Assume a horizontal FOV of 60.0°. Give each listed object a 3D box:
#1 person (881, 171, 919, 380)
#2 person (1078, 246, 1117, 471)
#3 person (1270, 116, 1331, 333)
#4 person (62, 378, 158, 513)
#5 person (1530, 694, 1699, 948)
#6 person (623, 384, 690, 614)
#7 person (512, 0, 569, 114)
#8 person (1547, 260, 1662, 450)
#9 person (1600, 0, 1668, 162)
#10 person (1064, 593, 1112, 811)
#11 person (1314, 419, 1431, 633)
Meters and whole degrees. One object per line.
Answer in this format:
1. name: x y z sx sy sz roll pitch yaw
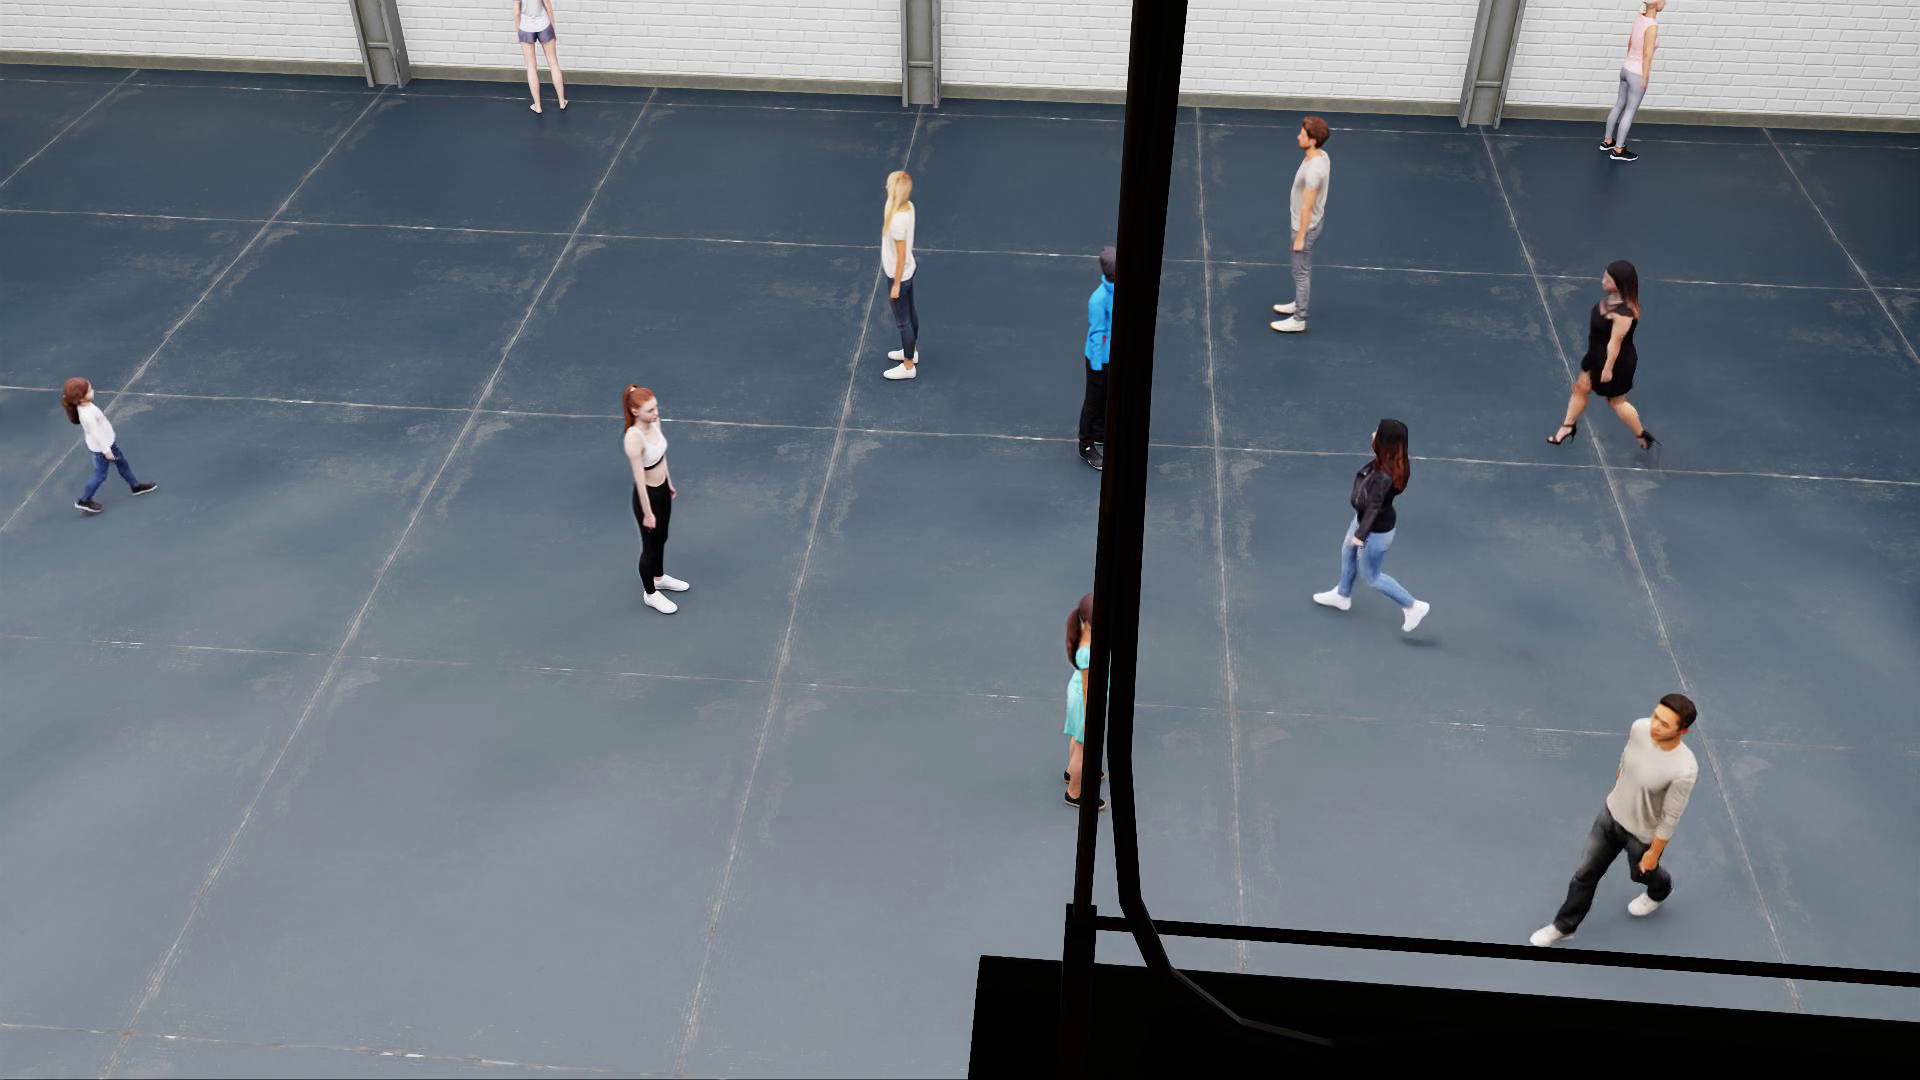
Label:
1. person: -0.469 -2.145 13.456 0.483 1.809 0.610 4 39 5
2. person: 1.085 -1.398 12.534 0.695 1.792 0.694 22 44 25
3. person: 2.923 -2.660 14.031 0.586 1.895 0.672 7 39 9
4. person: -6.380 -0.698 12.218 0.845 1.091 0.716 -19 42 -22
5. person: 3.709 1.495 8.923 1.270 1.778 1.024 -15 41 -18
6. person: -2.074 -0.292 11.190 0.550 1.742 0.617 9 39 11
7. person: -4.487 -5.395 17.559 0.614 1.766 0.722 -12 40 -15
8. person: 4.996 -1.329 12.546 1.072 1.669 0.771 11 40 13
9. person: 6.785 -4.697 16.718 0.582 1.726 0.600 -4 39 -5
10. person: 0.756 0.933 9.802 0.504 1.558 0.536 3 39 4
11. person: 2.810 -0.067 11.012 1.076 1.611 0.807 13 40 16
